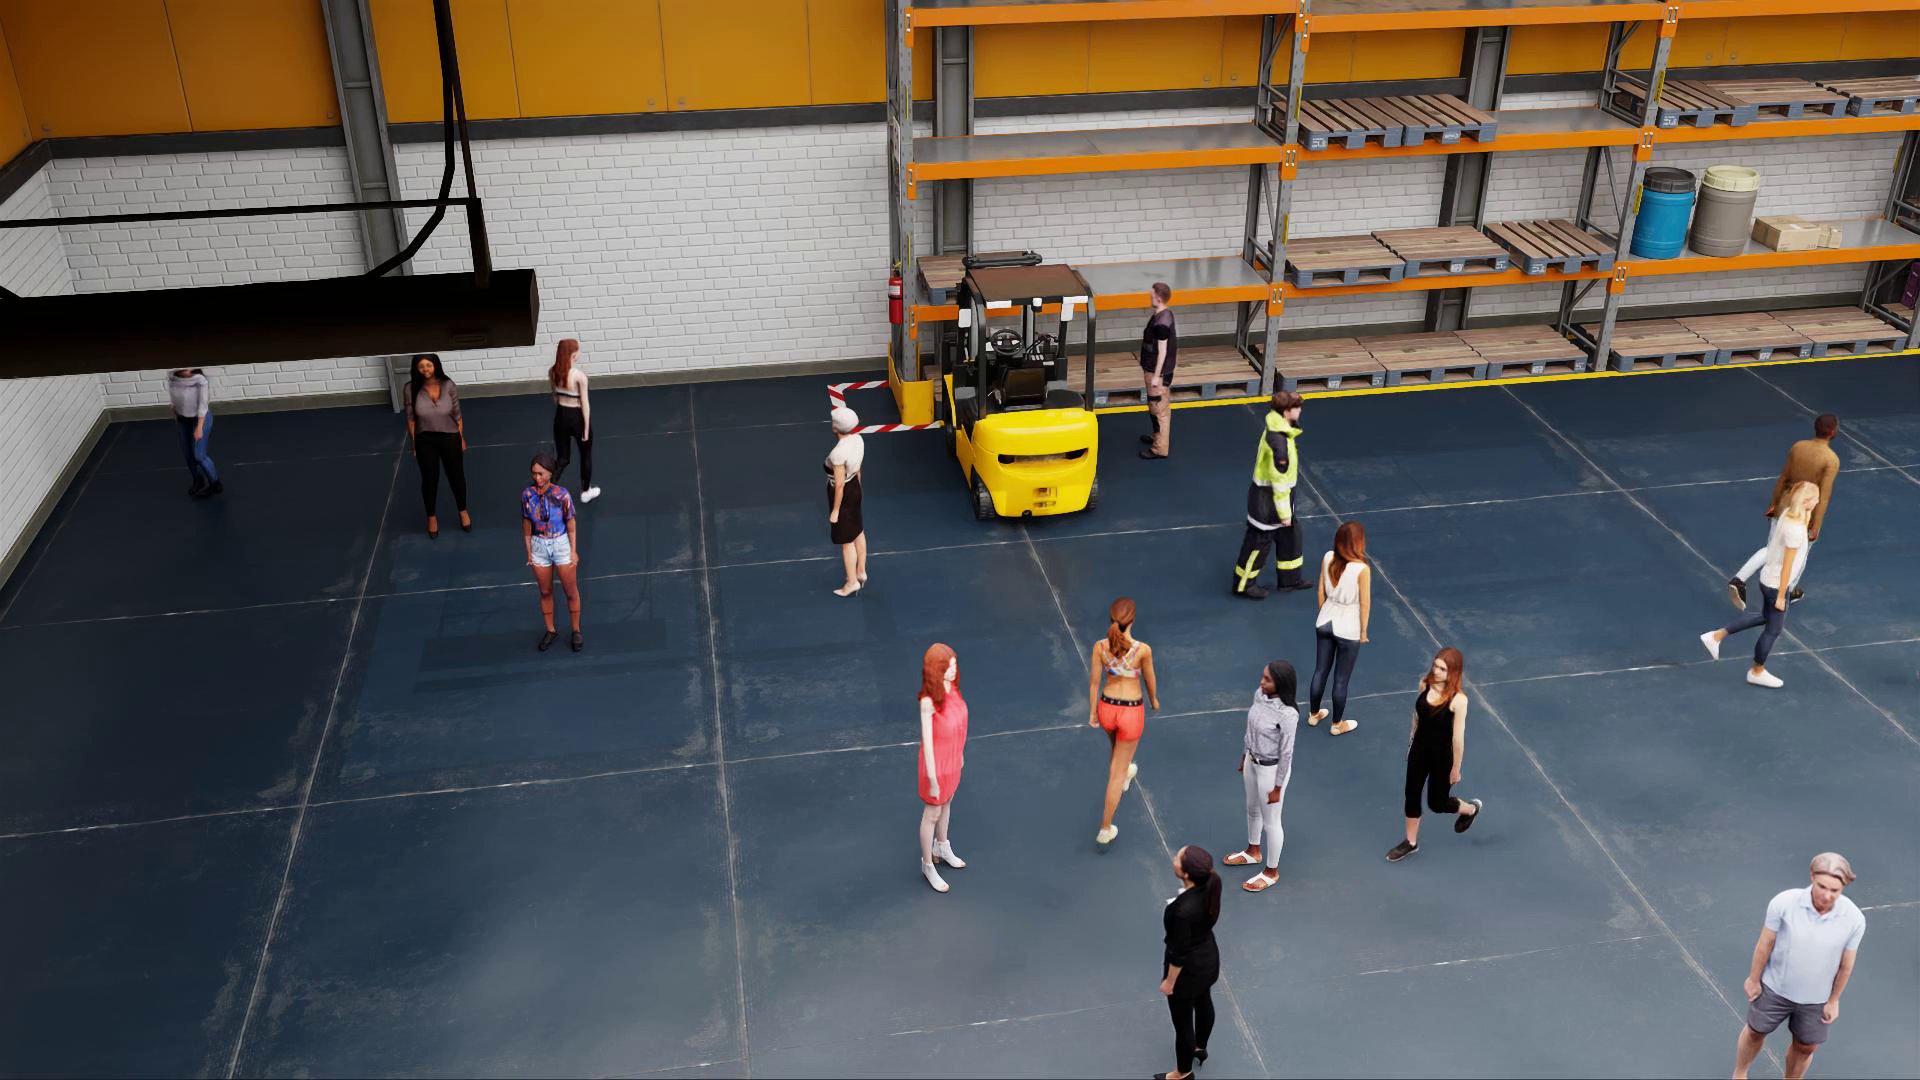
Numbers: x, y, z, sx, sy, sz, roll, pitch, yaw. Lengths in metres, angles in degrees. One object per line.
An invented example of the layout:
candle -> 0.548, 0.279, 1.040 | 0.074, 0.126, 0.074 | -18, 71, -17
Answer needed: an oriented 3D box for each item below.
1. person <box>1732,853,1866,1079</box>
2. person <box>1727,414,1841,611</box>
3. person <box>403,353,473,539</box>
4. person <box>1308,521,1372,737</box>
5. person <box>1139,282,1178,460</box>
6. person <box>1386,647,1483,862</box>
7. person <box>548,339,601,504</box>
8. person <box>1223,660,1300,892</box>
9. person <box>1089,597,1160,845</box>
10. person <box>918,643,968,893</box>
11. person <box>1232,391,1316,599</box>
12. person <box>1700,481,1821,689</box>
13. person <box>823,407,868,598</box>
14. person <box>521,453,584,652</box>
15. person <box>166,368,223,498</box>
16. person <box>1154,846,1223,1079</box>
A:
person -> 4.611, 2.441, 9.150 | 0.669, 1.831, 0.774 | 11, 31, 20
person -> 6.989, -0.186, 14.014 | 1.211, 1.785, 0.925 | -14, 32, -24
person -> -4.795, -0.904, 15.272 | 0.599, 1.841, 0.751 | -11, 30, -19
person -> 2.837, 0.658, 12.466 | 0.693, 1.785, 0.668 | -25, 37, -37
person -> 2.021, -1.725, 16.778 | 0.706, 1.841, 0.752 | 4, 29, 7
person -> 3.254, 1.424, 11.148 | 0.991, 1.703, 0.755 | -14, 32, -24
person -> -3.698, -1.038, 15.641 | 1.070, 1.723, 0.993 | 10, 30, 18
person -> 2.016, 1.521, 10.947 | 0.570, 1.725, 0.635 | -10, 30, -18
person -> 1.085, 1.268, 11.394 | 1.165, 1.741, 1.065 | 11, 30, 19
person -> -0.132, 1.471, 10.931 | 0.684, 1.828, 0.661 | 13, 31, 22
person -> 2.574, -0.376, 14.179 | 1.099, 1.959, 0.993 | 6, 29, 11
person -> 6.294, 0.337, 13.046 | 0.995, 1.793, 0.855 | 10, 30, 18
person -> -0.965, -0.324, 14.299 | 0.727, 1.754, 0.720 | 12, 31, 21
person -> -3.311, 0.098, 13.537 | 0.518, 1.743, 0.692 | 1, 29, 1
person -> -7.285, -1.126, 15.949 | 0.708, 1.582, 0.821 | 18, 33, 30
person -> 1.310, 2.410, 9.385 | 0.741, 1.661, 0.678 | 19, 34, 31
